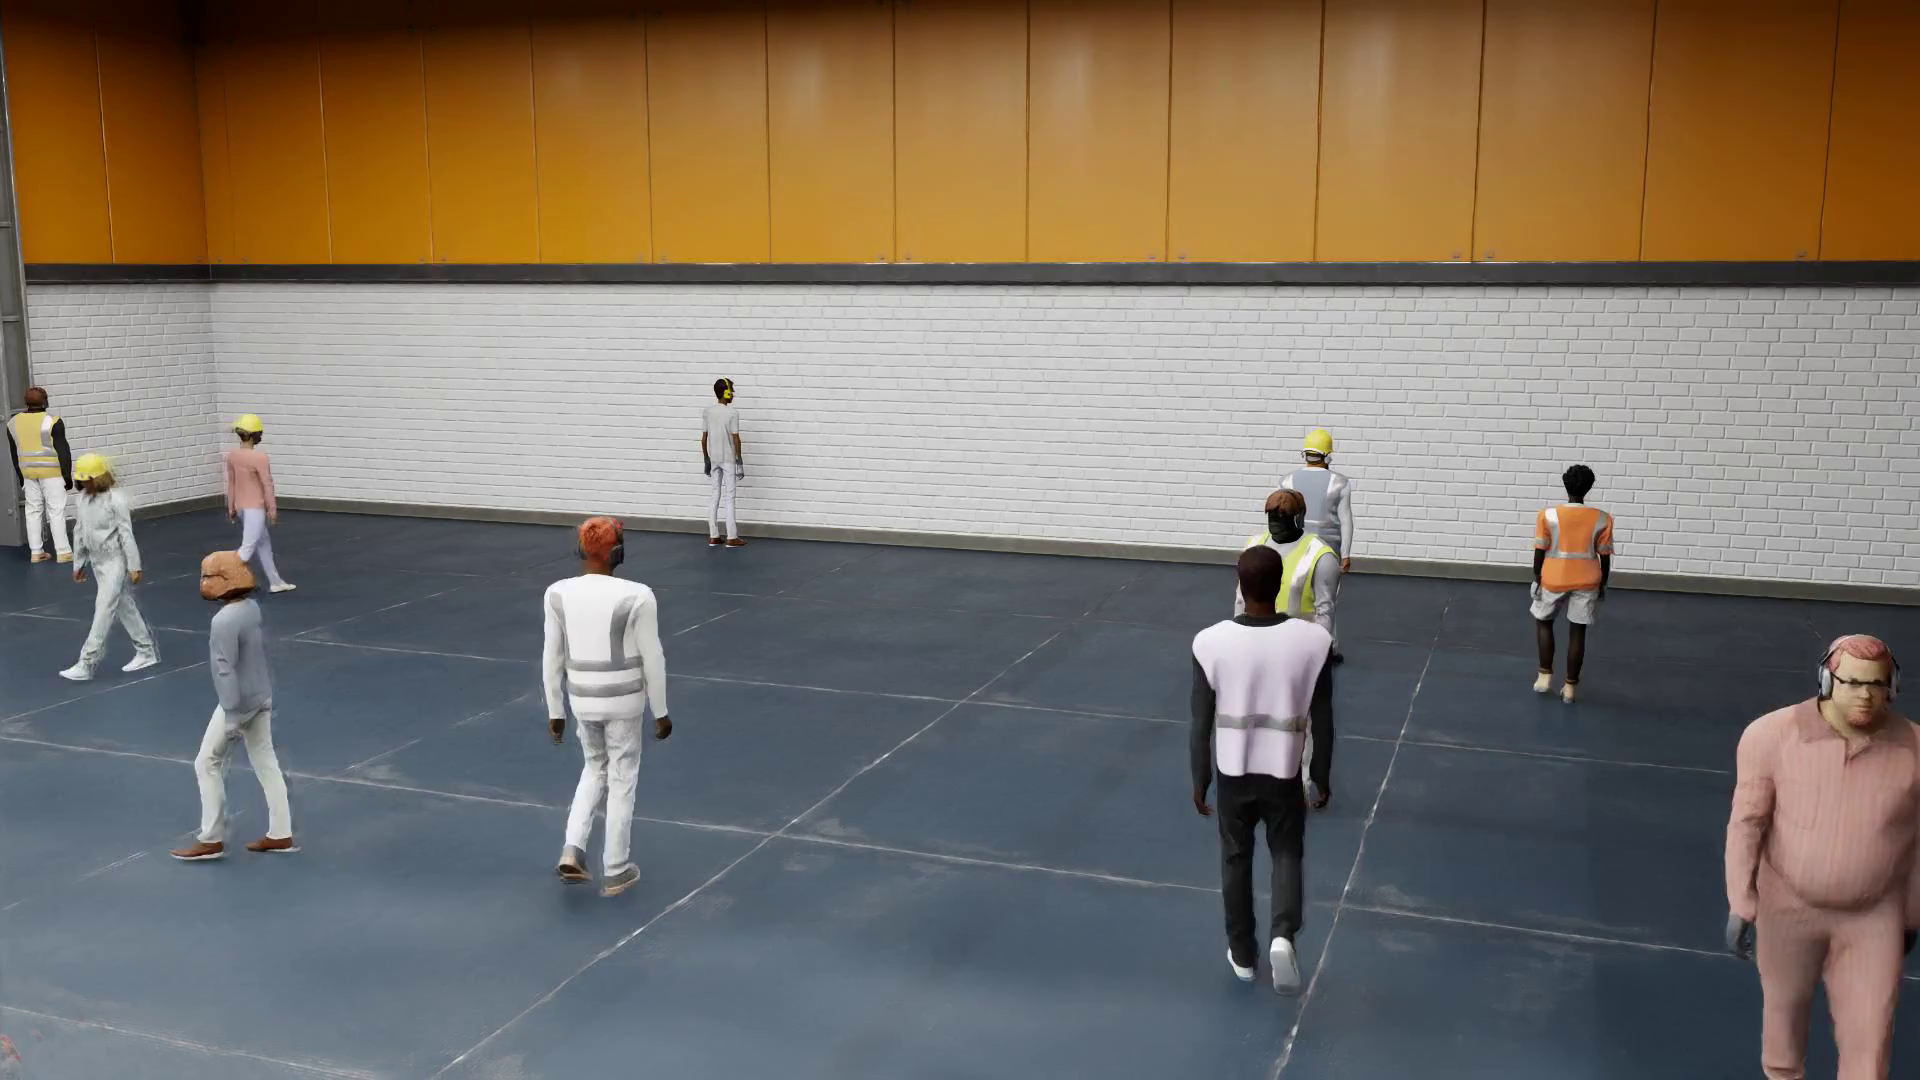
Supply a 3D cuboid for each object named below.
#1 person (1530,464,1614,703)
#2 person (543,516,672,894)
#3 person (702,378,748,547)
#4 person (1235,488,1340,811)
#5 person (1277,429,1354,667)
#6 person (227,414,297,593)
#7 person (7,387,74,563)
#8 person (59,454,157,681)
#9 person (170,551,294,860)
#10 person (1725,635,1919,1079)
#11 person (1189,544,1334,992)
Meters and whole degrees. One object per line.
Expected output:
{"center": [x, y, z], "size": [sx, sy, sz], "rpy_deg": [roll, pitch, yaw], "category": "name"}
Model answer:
{"center": [4.322, 0.298, 11.789], "size": [0.556, 1.683, 0.483], "rpy_deg": [2, 9, 11], "category": "person"}
{"center": [-1.707, 0.810, 8.078], "size": [0.580, 1.869, 0.442], "rpy_deg": [3, 10, 18], "category": "person"}
{"center": [-2.617, -0.853, 18.404], "size": [0.526, 1.865, 0.315], "rpy_deg": [5, 10, 29], "category": "person"}
{"center": [1.794, 0.622, 9.332], "size": [0.627, 1.843, 0.429], "rpy_deg": [9, 13, 43], "category": "person"}
{"center": [2.737, 0.063, 12.818], "size": [0.587, 1.835, 0.404], "rpy_deg": [5, 10, 27], "category": "person"}
{"center": [-6.582, -0.303, 15.396], "size": [0.530, 1.725, 0.892], "rpy_deg": [6, 11, 32], "category": "person"}
{"center": [-9.559, -0.676, 17.372], "size": [0.627, 1.847, 0.429], "rpy_deg": [1, 9, 5], "category": "person"}
{"center": [-6.420, 0.197, 12.404], "size": [0.523, 1.680, 0.853], "rpy_deg": [4, 10, 26], "category": "person"}
{"center": [-3.811, 0.858, 8.579], "size": [0.681, 1.608, 0.520], "rpy_deg": [0, 9, -1], "category": "person"}
{"center": [2.870, 1.234, 5.489], "size": [0.647, 1.856, 0.994], "rpy_deg": [4, 10, 23], "category": "person"}
{"center": [1.259, 0.968, 6.977], "size": [0.605, 1.906, 0.622], "rpy_deg": [1, 9, 5], "category": "person"}
